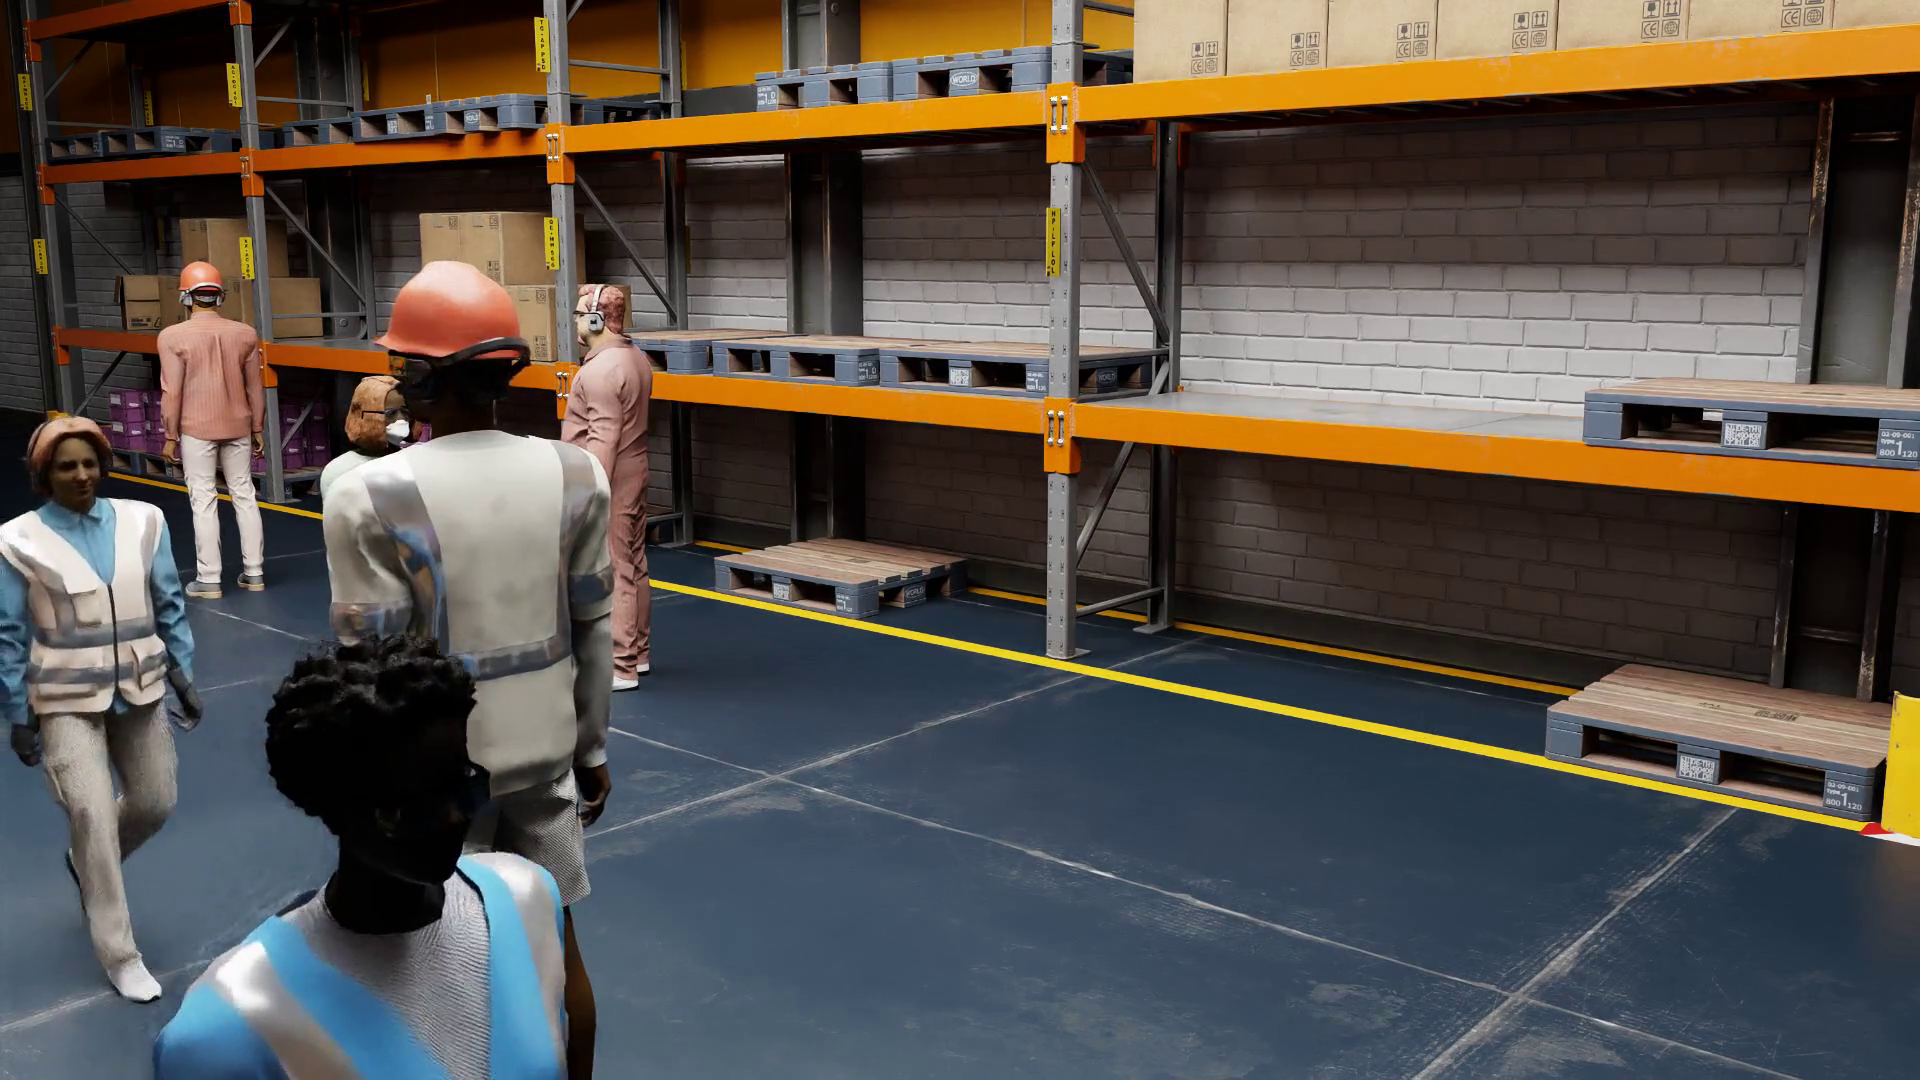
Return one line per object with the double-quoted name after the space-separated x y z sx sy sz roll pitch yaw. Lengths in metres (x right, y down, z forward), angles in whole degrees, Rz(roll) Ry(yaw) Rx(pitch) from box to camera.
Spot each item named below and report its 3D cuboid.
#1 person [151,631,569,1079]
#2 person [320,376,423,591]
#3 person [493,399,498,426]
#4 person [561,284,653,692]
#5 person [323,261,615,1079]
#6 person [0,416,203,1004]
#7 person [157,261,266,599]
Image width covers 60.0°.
-0.679 0.912 1.928 0.661 1.678 0.540 6 12 30 "person"
-2.030 0.230 5.925 0.286 1.633 0.500 5 11 27 "person"
-3.149 -0.687 10.584 0.402 1.830 0.603 2 10 11 "person"
-1.662 -0.239 7.820 0.407 1.909 0.638 1 10 4 "person"
-1.007 0.454 3.477 0.613 2.048 0.362 -9 14 -43 "person"
-2.463 0.448 4.707 0.657 1.619 0.519 7 12 36 "person"
-4.461 -0.652 9.929 0.397 1.990 0.623 8 13 39 "person"
